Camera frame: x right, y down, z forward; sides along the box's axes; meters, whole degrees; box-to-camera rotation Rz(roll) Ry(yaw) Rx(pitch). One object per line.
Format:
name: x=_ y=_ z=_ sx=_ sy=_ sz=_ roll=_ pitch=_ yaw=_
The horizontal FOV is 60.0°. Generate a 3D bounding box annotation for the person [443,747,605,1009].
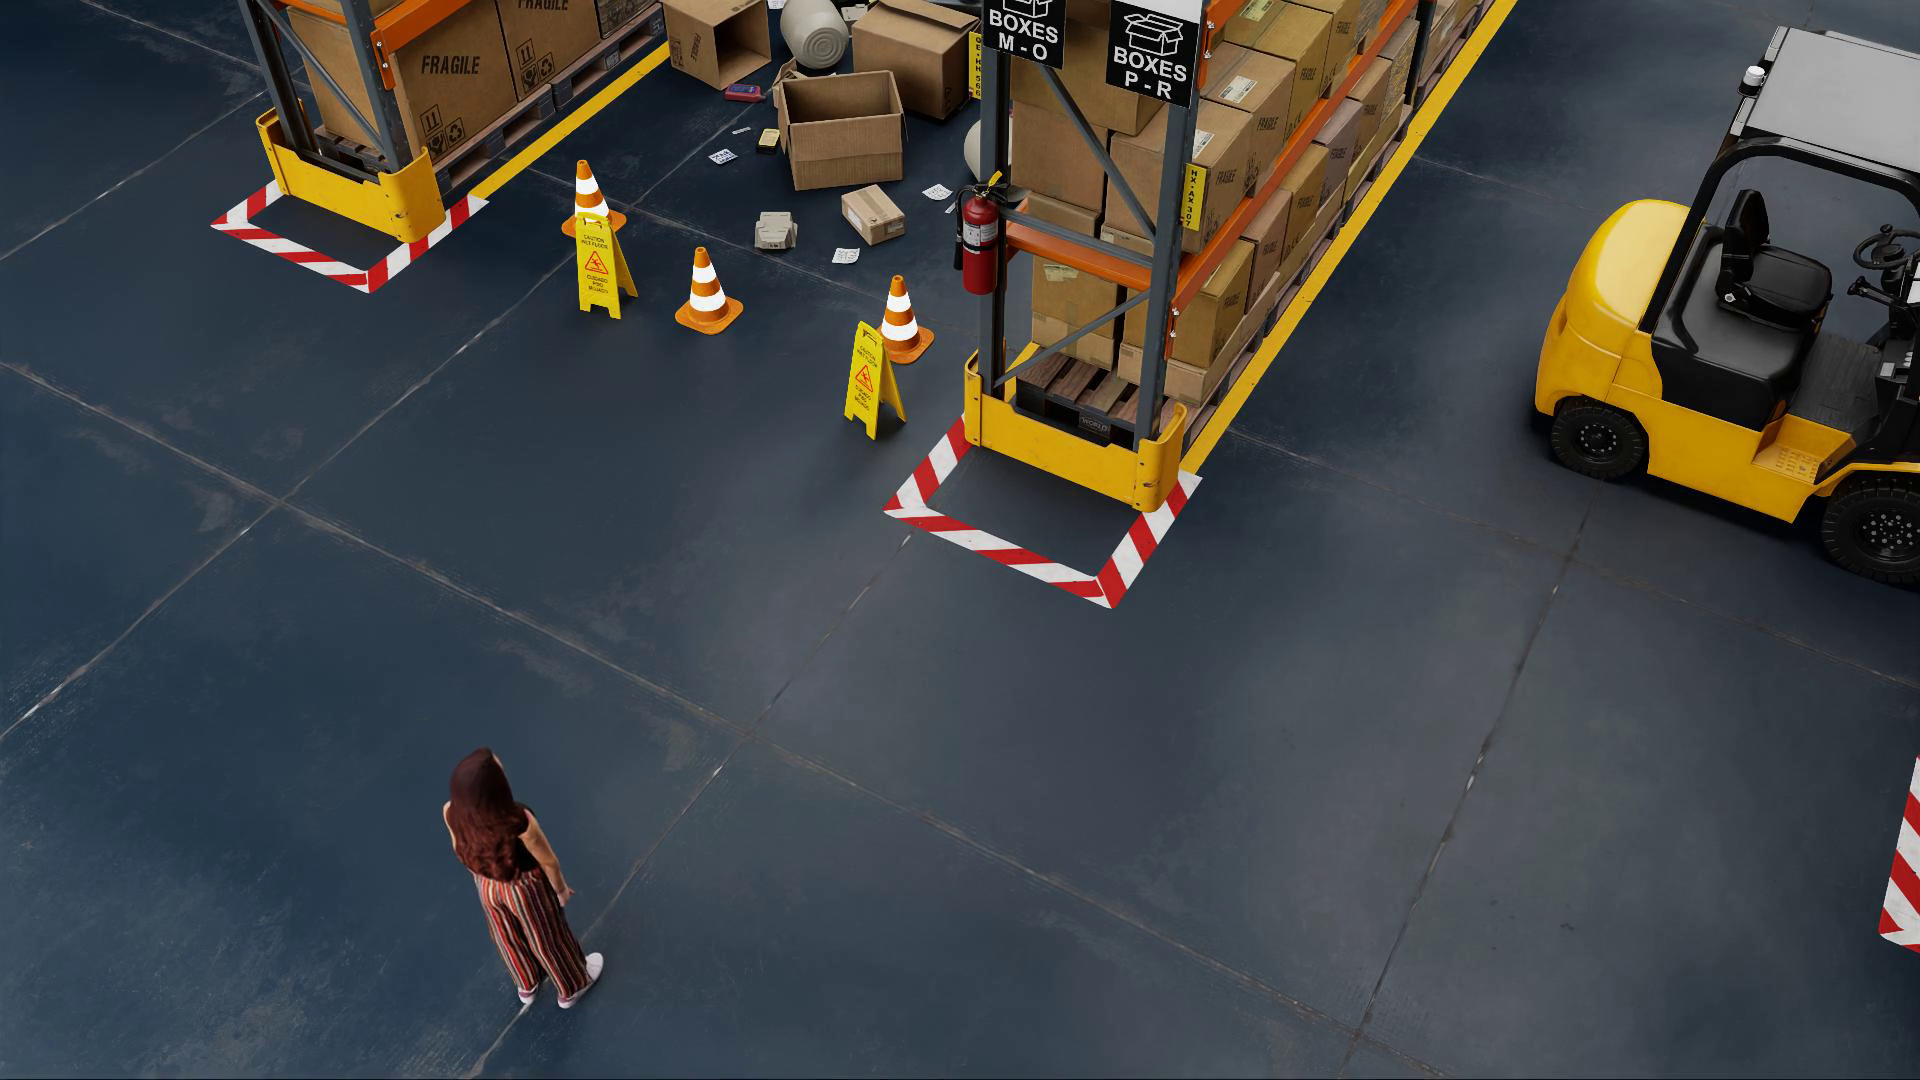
person: x=-1.686 y=1.294 z=6.310 sx=0.610 sy=1.562 sz=0.587 roll=11 pitch=48 yaw=10
